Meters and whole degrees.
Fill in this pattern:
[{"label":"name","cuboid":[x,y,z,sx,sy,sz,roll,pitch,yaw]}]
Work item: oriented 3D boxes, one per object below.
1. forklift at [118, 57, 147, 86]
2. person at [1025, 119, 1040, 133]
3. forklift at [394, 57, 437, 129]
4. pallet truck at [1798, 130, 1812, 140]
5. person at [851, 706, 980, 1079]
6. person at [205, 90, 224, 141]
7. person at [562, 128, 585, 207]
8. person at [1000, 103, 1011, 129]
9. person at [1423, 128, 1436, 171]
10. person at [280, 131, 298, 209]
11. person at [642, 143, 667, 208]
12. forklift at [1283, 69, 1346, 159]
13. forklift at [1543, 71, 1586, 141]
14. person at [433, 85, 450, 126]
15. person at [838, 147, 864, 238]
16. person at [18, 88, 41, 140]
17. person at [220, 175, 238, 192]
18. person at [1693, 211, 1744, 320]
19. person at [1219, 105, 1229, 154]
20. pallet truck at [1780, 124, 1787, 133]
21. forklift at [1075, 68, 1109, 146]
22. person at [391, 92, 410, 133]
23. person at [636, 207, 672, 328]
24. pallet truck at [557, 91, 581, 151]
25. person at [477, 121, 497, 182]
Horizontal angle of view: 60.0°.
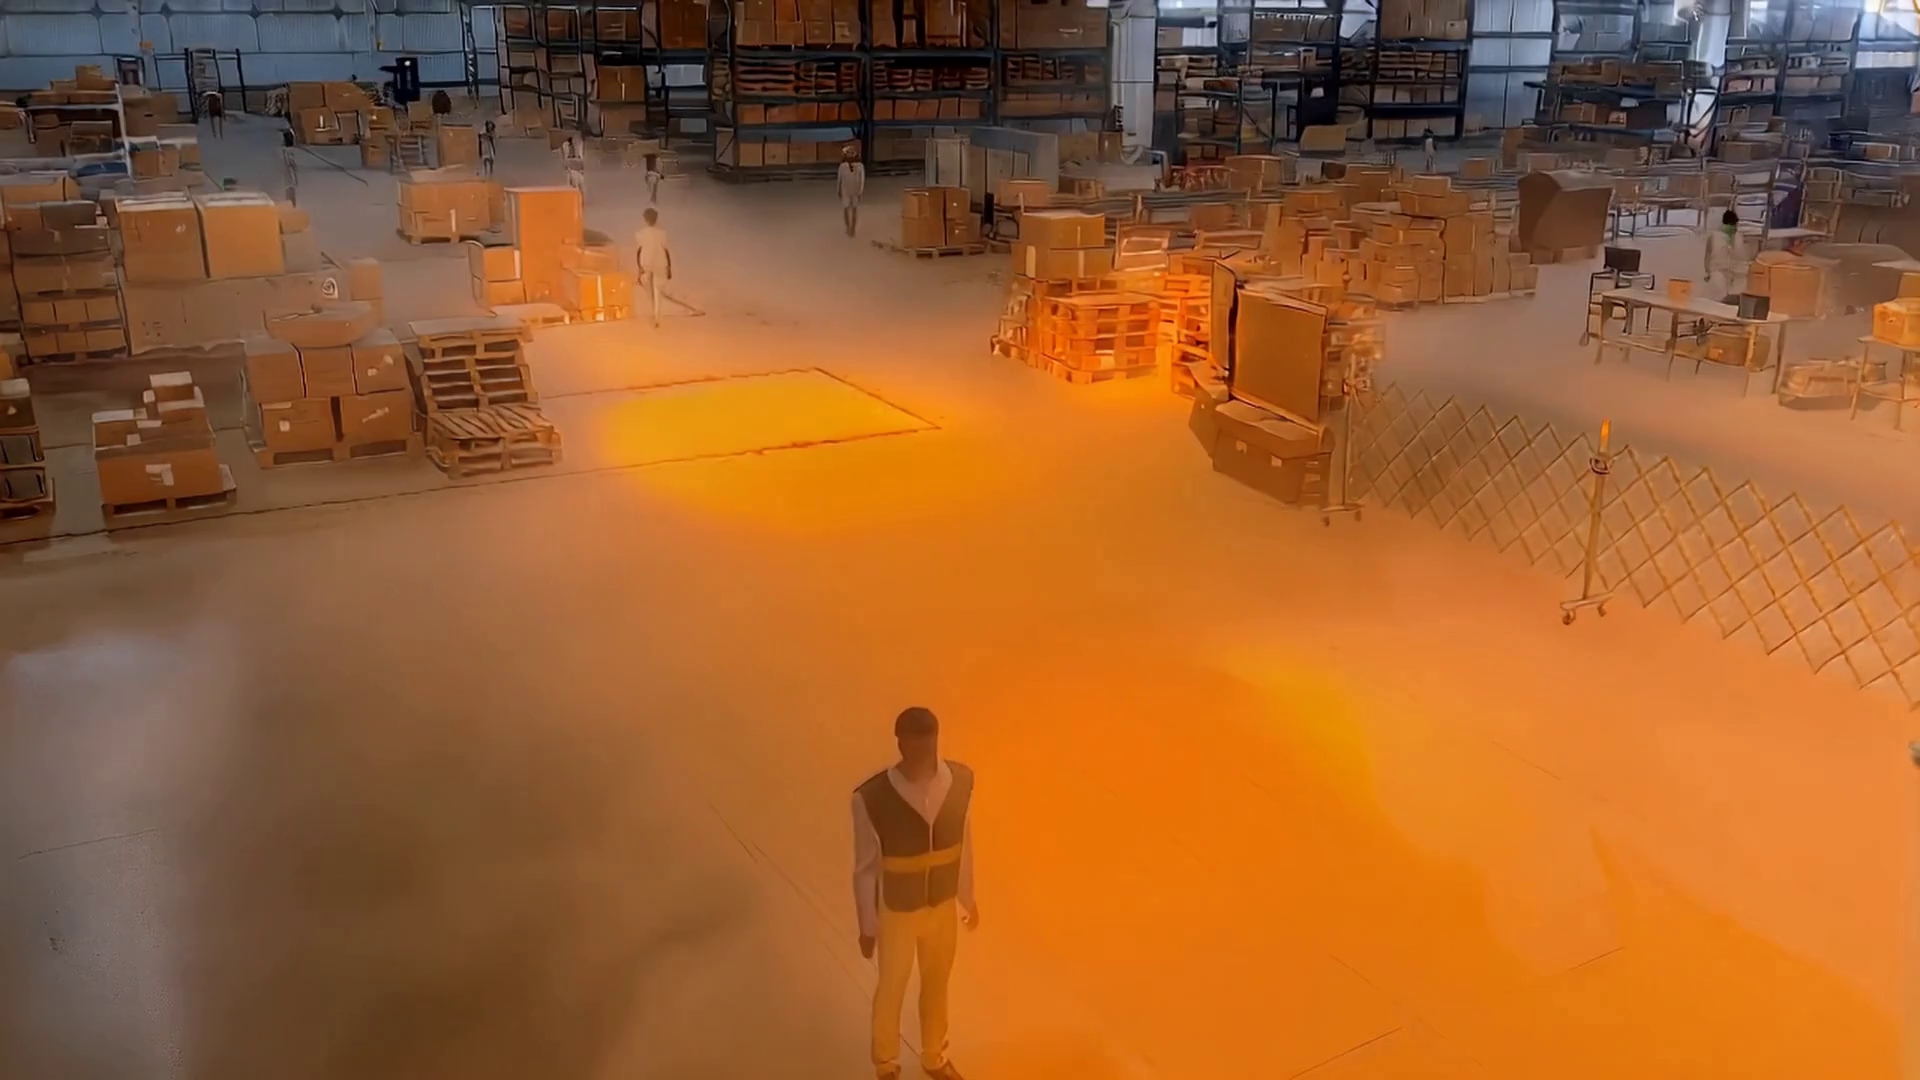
[{"label":"forklift","cuboid":[-32.934,-17.846,66.470,1.129,2.768,1.873,-9,20,-26]},{"label":"person","cuboid":[2.114,-11.487,48.651,0.523,1.636,0.310,10,20,28]},{"label":"forklift","cuboid":[-22.181,-18.076,67.189,1.873,2.768,1.129,5,19,17]},{"label":"pallet truck","cuboid":[25.526,-11.556,49.408,1.630,1.274,0.653,-9,20,-26]},{"label":"person","cuboid":[-0.195,1.612,7.359,0.600,1.917,0.377,-10,20,-28]},{"label":"person","cuboid":[-27.595,-15.707,61.491,0.428,1.838,0.628,15,23,38]},{"label":"person","cuboid":[-9.469,-9.127,40.835,0.541,1.930,0.385,-3,18,-10]},{"label":"person","cuboid":[1.559,-13.699,55.472,0.447,1.682,0.540,-9,20,-26]},{"label":"person","cuboid":[12.682,-10.297,44.969,0.287,1.626,0.497,2,18,6]},{"label":"person","cuboid":[-15.842,-8.672,39.369,0.378,1.958,0.606,-14,22,-37]},{"label":"person","cuboid":[-7.400,-8.809,40.371,0.520,1.597,0.854,5,18,15]},{"label":"forklift","cuboid":[11.615,-13.871,54.079,1.129,2.768,1.873,-9,20,-27]},{"label":"forklift","cuboid":[18.685,-13.231,52.085,1.873,2.768,1.129,-9,20,-26]},{"label":"person","cuboid":[-19.358,-15.983,62.106,0.657,1.978,0.437,-13,22,-36]},{"label":"person","cuboid":[-2.333,-7.425,35.523,0.577,1.921,0.401,0,18,1]},{"label":"person","cuboid":[-34.329,-15.725,61.408,0.657,1.918,0.485,0,18,-1]},{"label":"person","cuboid":[-12.901,-5.510,29.561,0.657,1.914,0.583,-1,18,-5]},{"label":"person","cuboid":[11.618,-4.127,25.431,0.600,1.816,0.629,-3,18,-10]},{"label":"person","cuboid":[8.818,-13.792,55.860,0.506,1.611,0.688,-6,19,-18]},{"label":"pallet truck","cuboid":[25.206,-12.542,52.601,1.601,1.201,0.680,0,18,-2]},{"label":"forklift","cuboid":[4.826,-14.215,55.150,1.873,2.768,1.129,-9,20,-26]},{"label":"person","cuboid":[-19.558,-14.696,58.223,0.591,1.913,0.398,-7,19,-20]},{"label":"person","cuboid":[-4.690,-4.157,25.475,0.507,1.848,0.721,-1,18,-3]},{"label":"pallet truck","cuboid":[-13.495,-14.412,57.188,0.823,1.965,1.885,-3,18,-9]},{"label":"person","cuboid":[-13.357,-10.980,46.986,0.323,1.688,0.531,16,24,41]}]
